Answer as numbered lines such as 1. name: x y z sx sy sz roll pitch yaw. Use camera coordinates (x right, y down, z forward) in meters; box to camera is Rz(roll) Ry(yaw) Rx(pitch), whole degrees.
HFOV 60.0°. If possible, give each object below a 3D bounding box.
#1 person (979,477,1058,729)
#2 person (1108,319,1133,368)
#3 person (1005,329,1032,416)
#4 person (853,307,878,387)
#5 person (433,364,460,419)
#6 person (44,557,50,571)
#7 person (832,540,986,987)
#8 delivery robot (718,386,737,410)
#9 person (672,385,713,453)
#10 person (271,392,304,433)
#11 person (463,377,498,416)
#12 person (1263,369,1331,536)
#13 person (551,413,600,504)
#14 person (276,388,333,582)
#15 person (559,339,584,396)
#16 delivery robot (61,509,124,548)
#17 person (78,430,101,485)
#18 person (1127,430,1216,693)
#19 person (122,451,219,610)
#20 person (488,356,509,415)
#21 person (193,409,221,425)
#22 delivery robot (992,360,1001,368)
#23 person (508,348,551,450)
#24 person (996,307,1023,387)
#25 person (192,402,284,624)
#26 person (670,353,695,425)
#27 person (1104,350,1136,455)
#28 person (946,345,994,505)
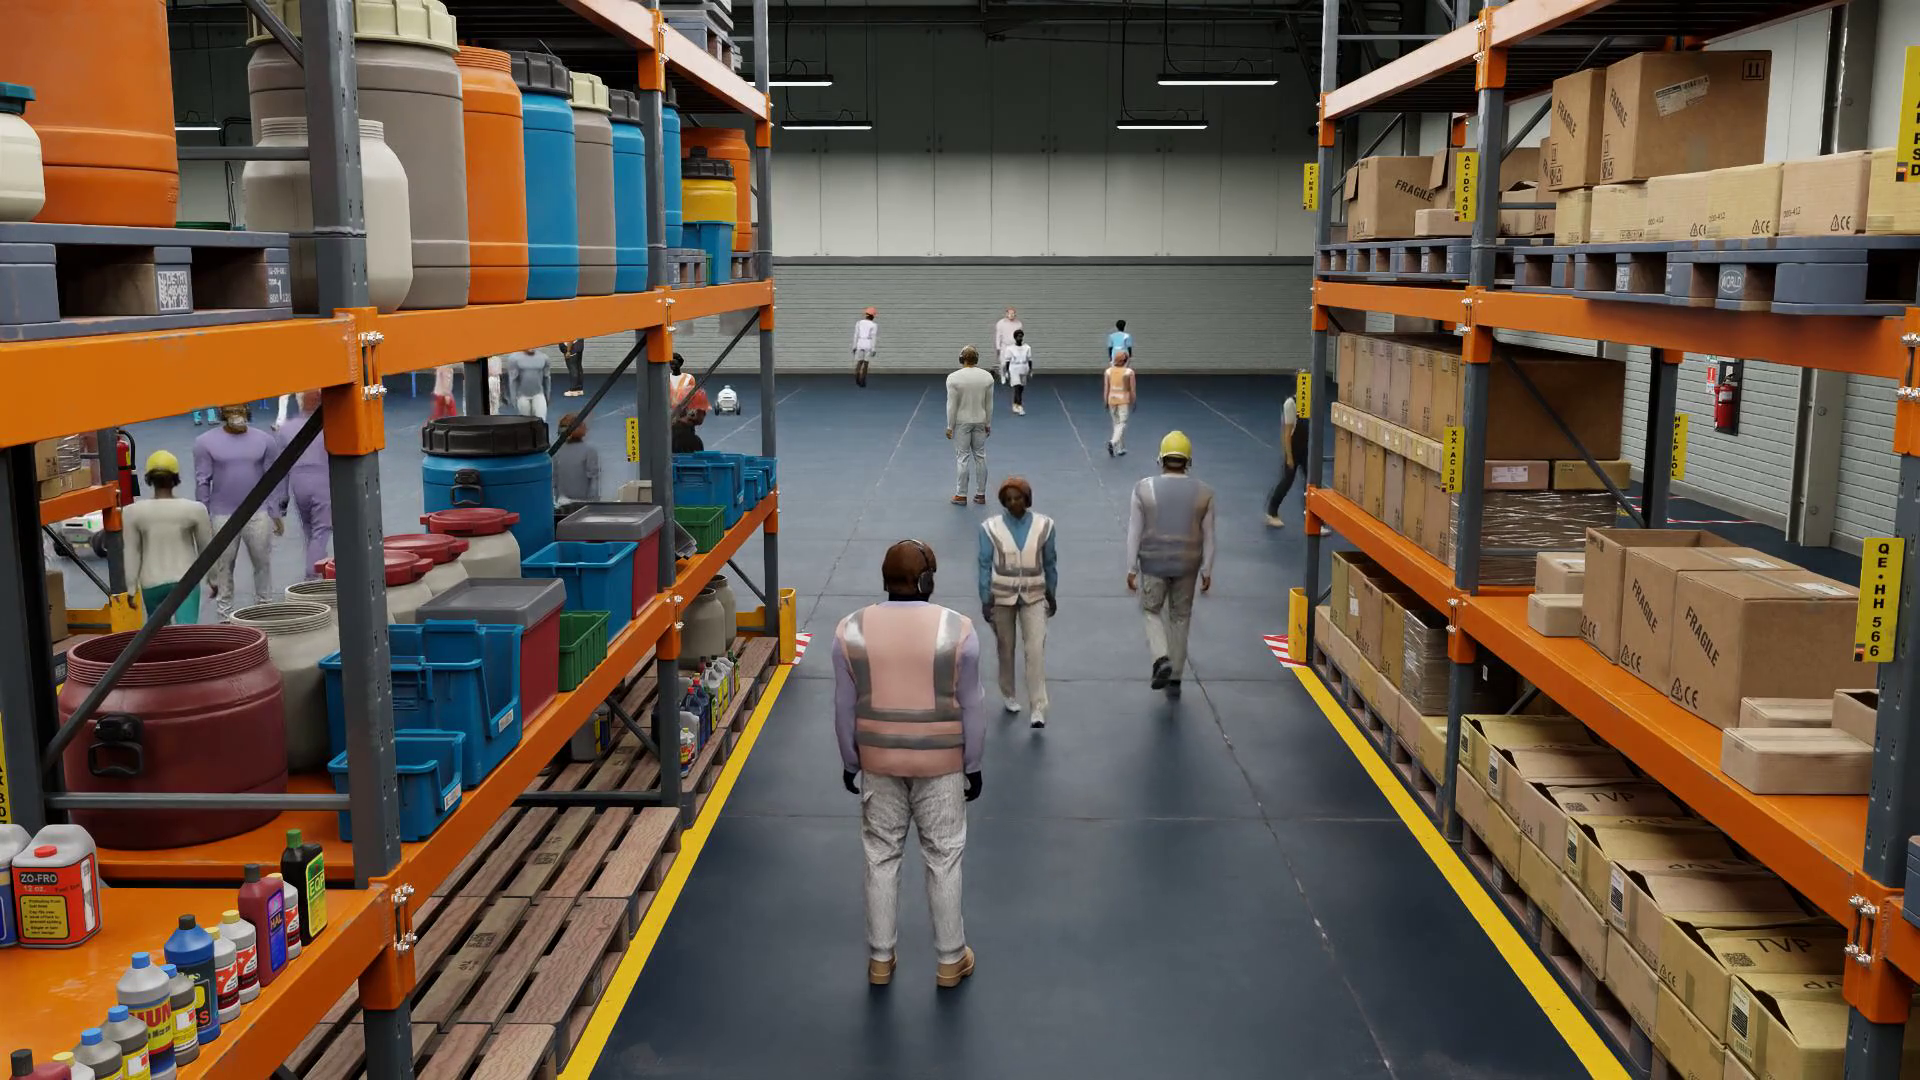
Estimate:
1. person: 0.376 0.388 10.675 0.523 1.586 0.879 -1 10 -4
2. person: 3.584 -4.069 37.091 0.545 1.688 0.363 6 11 30
3. person: 1.133 -3.287 32.462 0.533 1.662 0.824 -4 10 -21
4. person: -2.231 -4.592 39.574 0.613 1.901 0.401 3 10 18
5. person: -8.108 -2.284 26.334 0.837 1.710 0.550 -6 11 -34
6. person: -7.655 -0.168 13.275 0.603 1.829 0.972 3 10 20
7. person: -0.195 0.911 6.806 0.619 1.838 0.430 2 10 9
8. delivery robot: -4.556 -2.783 32.605 0.477 0.478 0.707 -1 10 -6
9. person: -2.206 -0.265 13.443 0.500 1.968 0.652 -6 11 -30
10. person: -11.645 -2.769 28.855 0.602 1.826 0.968 2 10 10
11. person: -6.753 -1.763 23.433 0.526 1.619 0.385 1 10 5
12. person: 3.705 -0.982 18.265 0.526 1.809 0.966 -6 11 -31
13. person: -3.517 -0.376 15.247 0.514 1.587 0.850 3 10 15
14. person: -5.717 -0.433 14.830 0.634 1.844 1.043 0 9 3
15. person: -8.654 -4.213 37.008 0.538 2.000 0.690 2 10 10
16. delivery robot: -8.835 -0.177 16.995 0.477 0.478 0.707 1 10 5
17. person: -10.766 -1.402 20.484 0.669 1.890 0.457 -5 11 -27
18. person: 1.443 0.165 11.324 0.609 1.812 0.470 0 9 -2
19. person: -5.211 0.270 11.006 0.548 1.718 0.924 -4 10 -20
20. person: -7.281 -2.224 25.605 0.893 1.834 0.514 4 10 24
21. person: -13.830 -3.014 30.279 0.563 1.847 0.389 0 9 1
22. delivery robot: 1.075 -4.496 42.087 0.335 0.223 0.699 6 12 34
23. person: -6.330 -2.096 24.589 0.635 1.903 0.863 -4 10 -22
24. person: 1.179 -4.601 39.651 0.662 1.890 0.513 -1 10 -8
25. person: -5.712 -0.196 13.188 0.649 1.927 0.381 -7 12 -37
26. person: -3.961 -1.776 23.310 0.540 1.695 0.317 0 9 2
27. person: 2.425 -2.090 25.440 0.524 1.615 0.701 6 11 33
28. person: 0.111 -1.411 20.402 0.629 1.940 0.372 -5 11 -26
